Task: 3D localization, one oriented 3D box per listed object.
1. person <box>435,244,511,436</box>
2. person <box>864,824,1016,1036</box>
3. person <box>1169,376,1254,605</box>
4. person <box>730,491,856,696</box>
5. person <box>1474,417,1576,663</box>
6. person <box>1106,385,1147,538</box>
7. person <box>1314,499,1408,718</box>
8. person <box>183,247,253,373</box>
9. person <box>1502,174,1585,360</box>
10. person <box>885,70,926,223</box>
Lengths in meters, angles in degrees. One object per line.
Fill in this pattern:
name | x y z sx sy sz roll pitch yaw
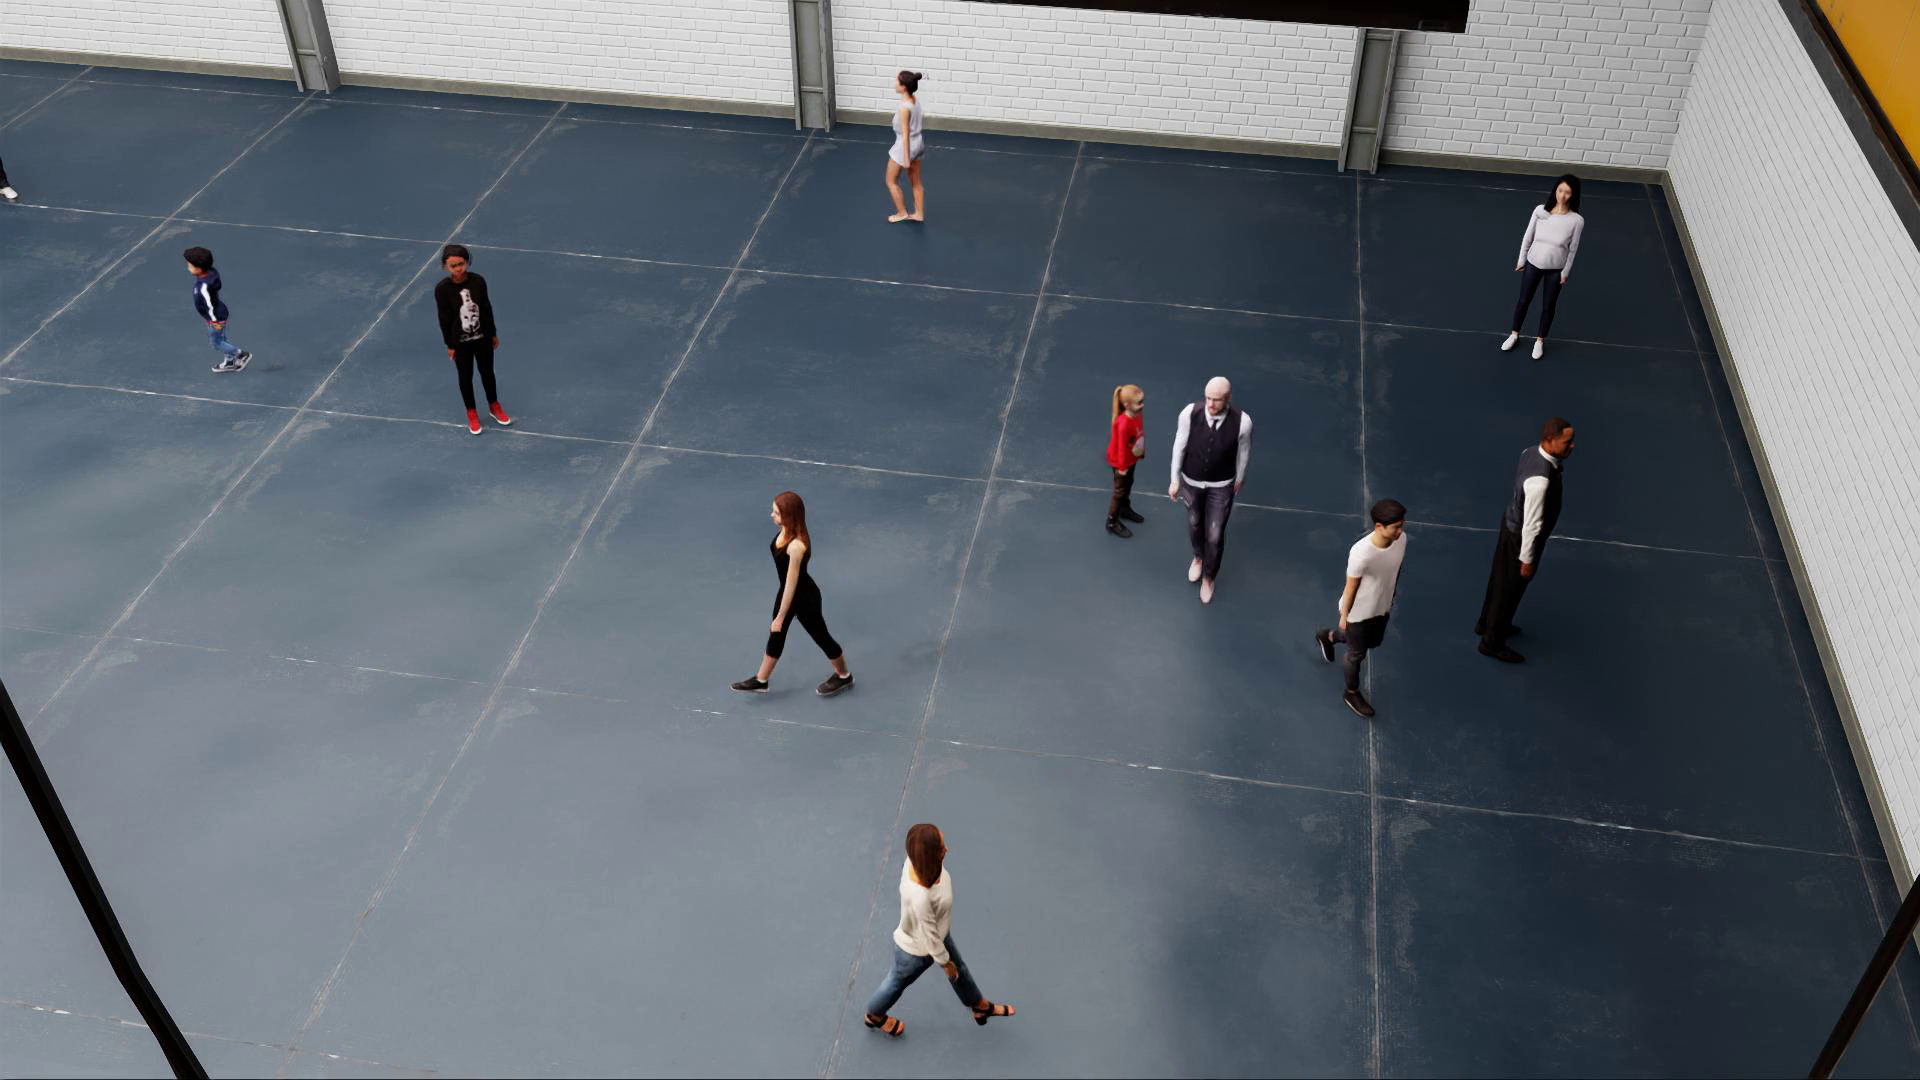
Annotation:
person | -4.021 -1.668 13.643 0.670 1.674 0.744 -20 43 -23
person | -0.292 2.135 8.907 1.066 1.642 0.652 4 39 5
person | 1.810 -0.464 12.034 0.775 1.800 0.814 12 40 14
person | -0.972 0.381 11.063 1.154 1.691 0.950 -14 41 -17
person | 3.849 -0.026 11.392 0.587 1.918 0.692 8 39 10
person | 1.247 -0.623 12.649 0.577 1.282 0.563 17 42 21
person | 2.656 0.374 11.059 0.964 1.707 1.018 -22 44 -25
person | -6.421 -1.983 14.407 0.683 1.214 0.621 -8 39 -10
person | 5.128 -2.402 14.541 0.613 1.699 0.748 19 42 22
person | -0.442 -3.870 16.463 0.651 1.596 0.618 14 41 16
